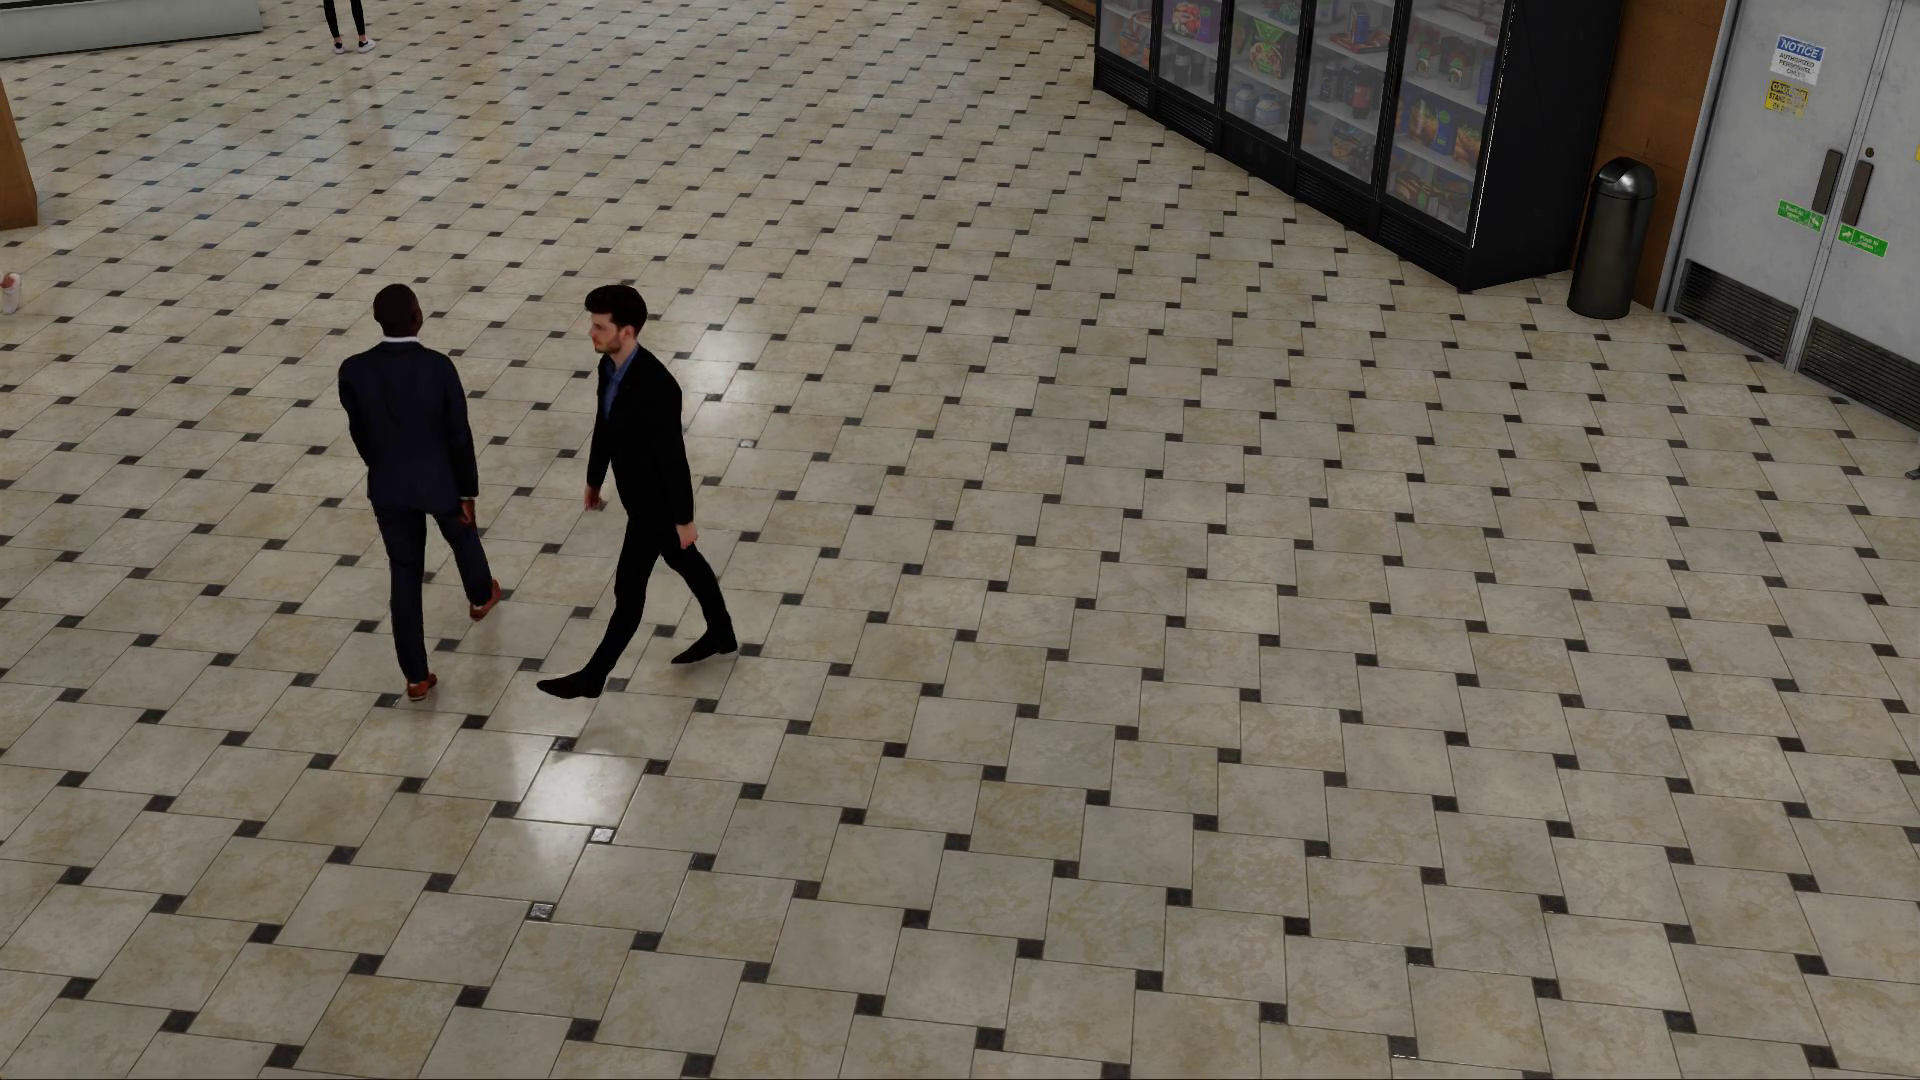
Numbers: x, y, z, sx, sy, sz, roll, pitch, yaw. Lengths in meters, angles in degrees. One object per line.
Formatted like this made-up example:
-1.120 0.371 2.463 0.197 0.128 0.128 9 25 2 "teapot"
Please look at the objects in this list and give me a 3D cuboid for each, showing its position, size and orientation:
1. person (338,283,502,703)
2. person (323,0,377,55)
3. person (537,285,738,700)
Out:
-2.288 -0.168 6.971 1.232 1.788 1.024 -2 32 -4 "person"
-5.827 -5.443 15.434 0.565 1.803 0.725 -4 32 -6 "person"
-1.213 -0.203 6.975 1.169 1.843 0.773 -17 36 -25 "person"
